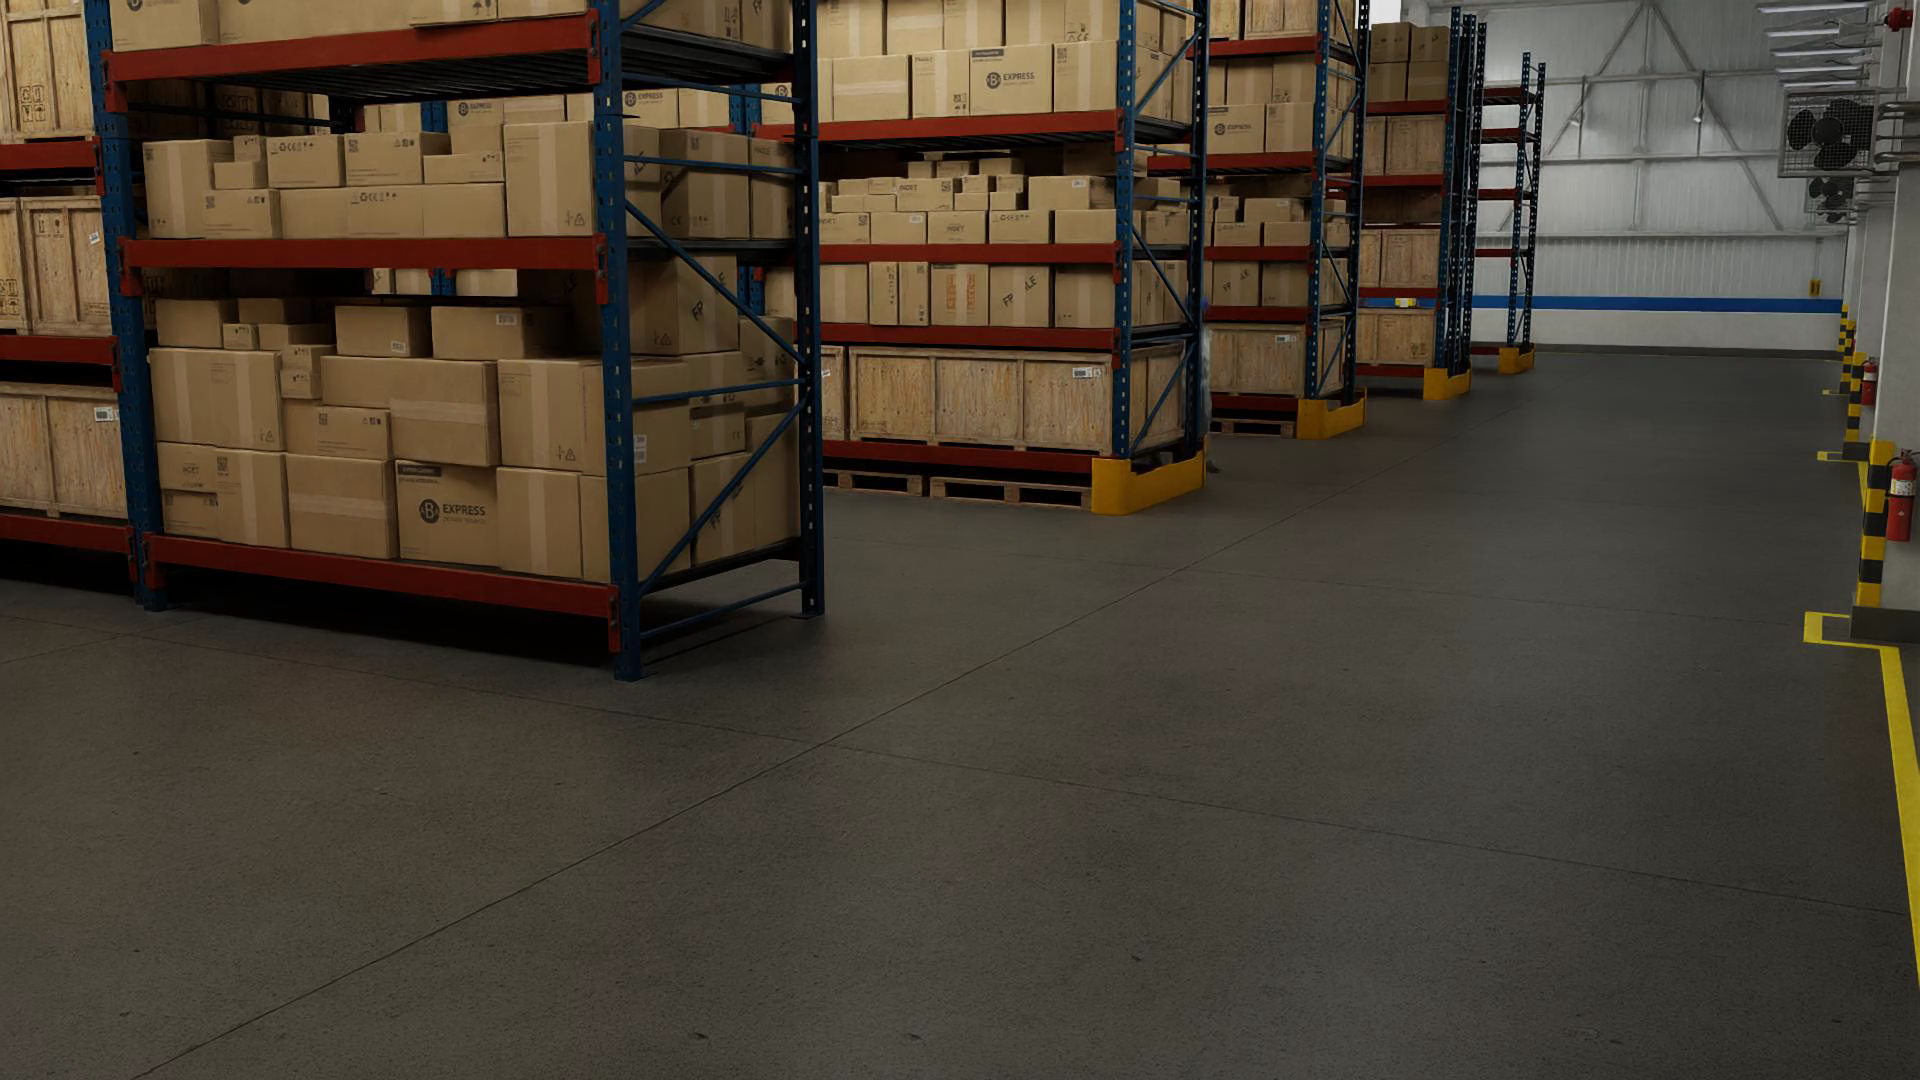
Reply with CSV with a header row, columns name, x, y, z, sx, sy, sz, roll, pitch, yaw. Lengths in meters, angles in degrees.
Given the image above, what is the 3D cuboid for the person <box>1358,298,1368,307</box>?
name,x,y,z,sx,sy,sz,roll,pitch,yaw
person,7.752,-4.305,32.937,0.624,1.930,0.373,2,10,10

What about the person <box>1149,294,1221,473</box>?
name,x,y,z,sx,sy,sz,roll,pitch,yaw
person,2.415,-1.686,17.799,0.621,1.924,0.831,-9,13,-42
